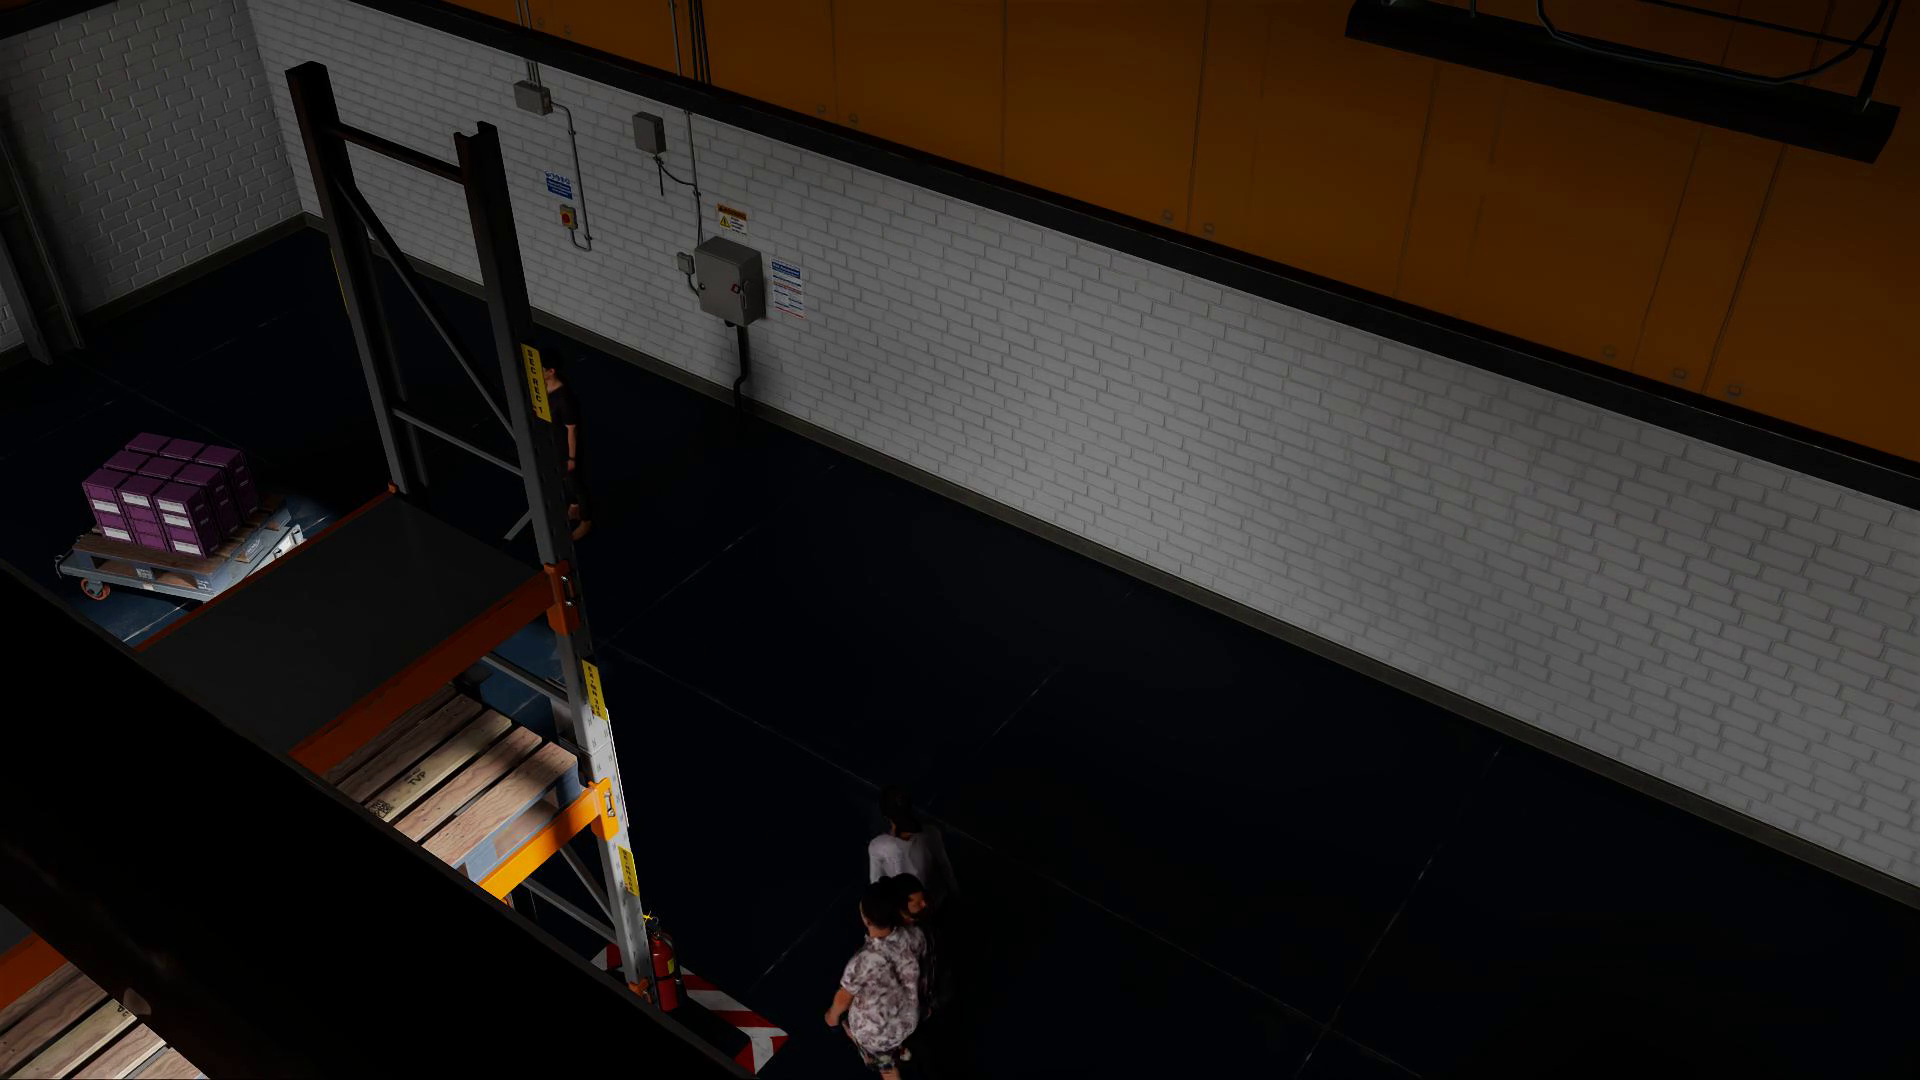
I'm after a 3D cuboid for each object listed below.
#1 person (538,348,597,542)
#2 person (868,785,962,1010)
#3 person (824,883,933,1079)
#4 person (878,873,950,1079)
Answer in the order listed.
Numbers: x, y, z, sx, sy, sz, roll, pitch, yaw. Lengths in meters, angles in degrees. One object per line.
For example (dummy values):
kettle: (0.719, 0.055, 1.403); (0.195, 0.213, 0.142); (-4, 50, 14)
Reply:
person: (-3.126, -0.784, 13.159); (0.690, 1.717, 0.698); (-21, 43, -24)
person: (-0.242, 2.138, 9.476); (0.770, 1.747, 0.846); (-6, 39, -7)
person: (-0.344, 2.587, 8.890); (0.845, 1.776, 1.045); (31, 48, 33)
person: (-0.327, 2.419, 9.139); (0.890, 1.728, 1.025); (16, 41, 19)
